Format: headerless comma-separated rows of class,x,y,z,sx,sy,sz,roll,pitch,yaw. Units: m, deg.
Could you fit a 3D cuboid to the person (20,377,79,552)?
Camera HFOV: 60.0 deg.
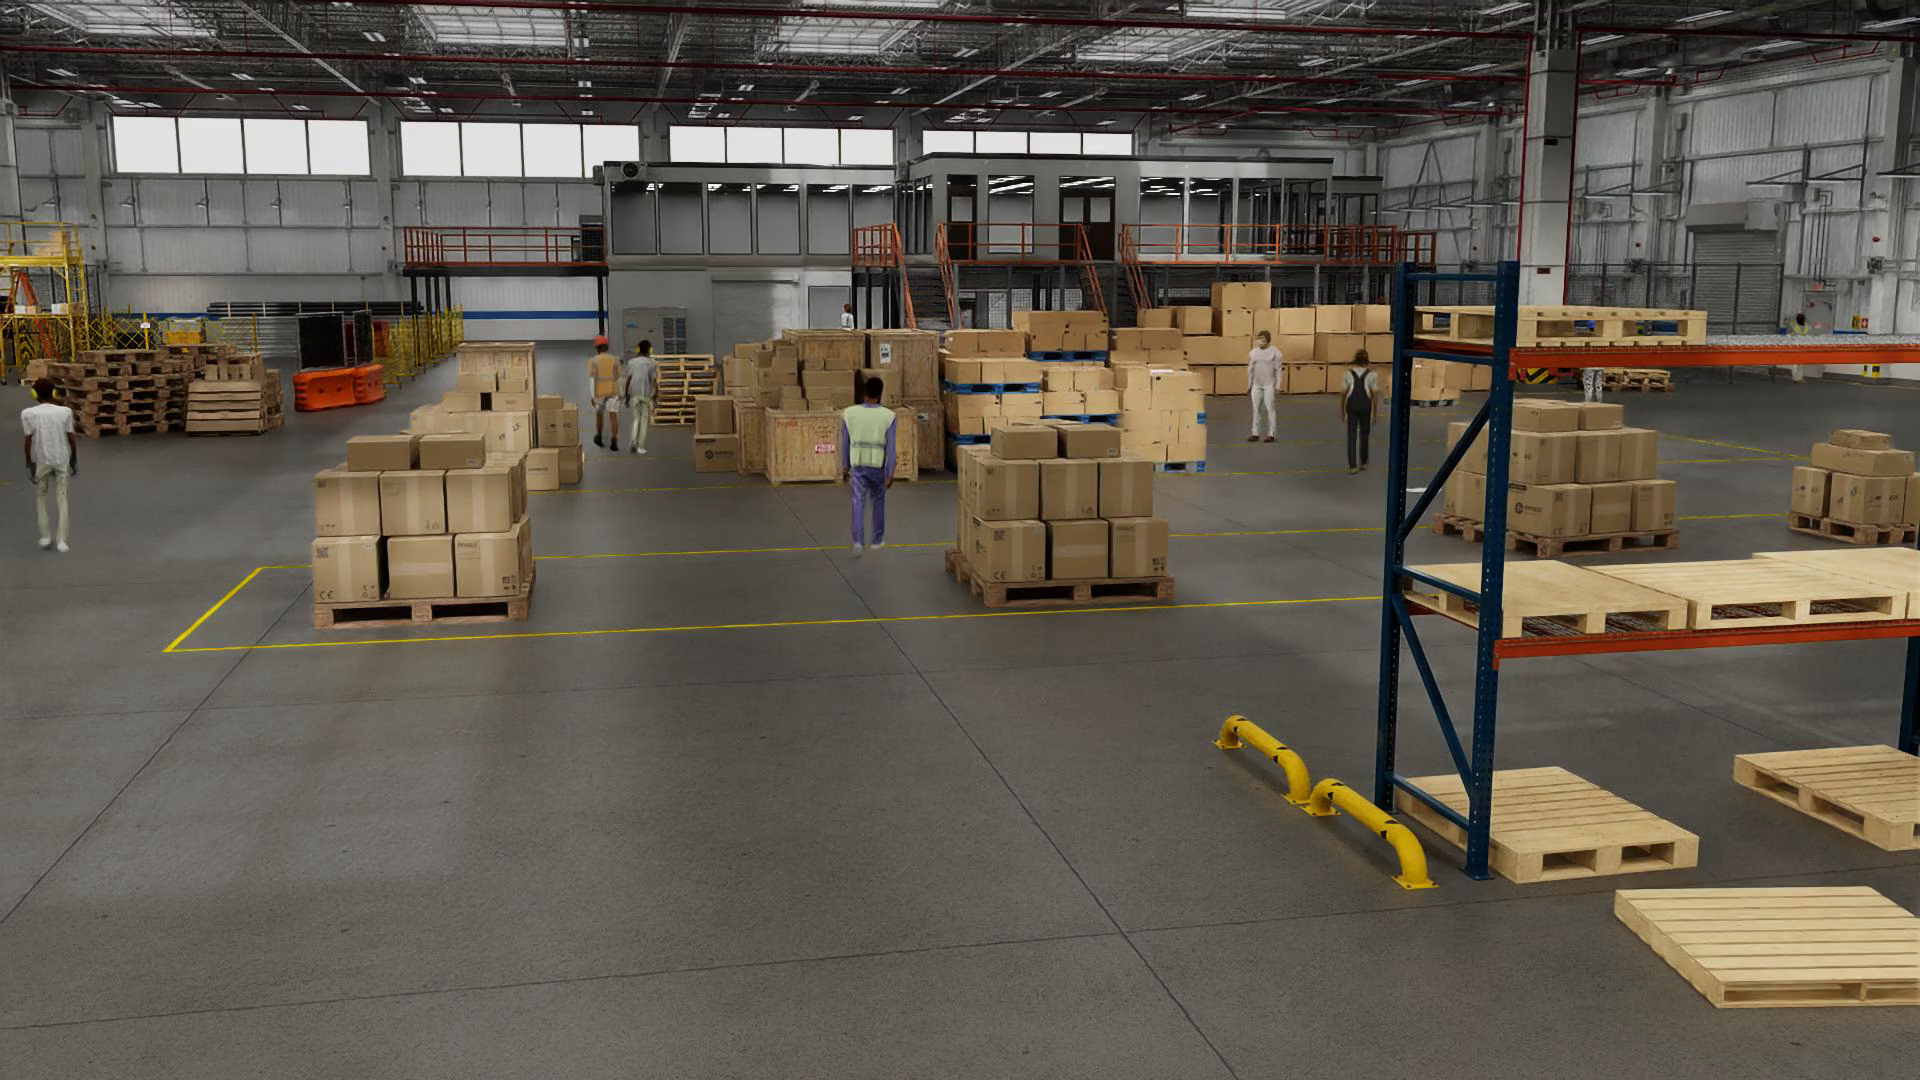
person,-9.691,-0.809,17.739,0.510,1.840,0.786,-6,11,-31

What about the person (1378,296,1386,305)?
person,14.578,-7.453,57.745,0.395,1.994,0.612,2,10,13

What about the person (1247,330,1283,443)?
person,5.229,-2.643,28.595,0.635,1.937,0.352,7,12,38

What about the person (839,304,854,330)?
person,-3.445,-6.288,50.987,0.572,1.883,0.355,9,13,43

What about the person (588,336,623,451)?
person,-5.866,-2.433,27.523,0.582,1.869,1.040,-4,10,-25

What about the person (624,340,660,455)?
person,-5.106,-2.290,26.745,0.550,1.835,0.472,1,9,5

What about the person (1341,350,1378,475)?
person,5.852,-1.878,24.365,0.533,1.791,0.950,3,10,19

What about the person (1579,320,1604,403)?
person,12.870,-3.507,33.837,0.605,1.948,0.391,-4,10,-22

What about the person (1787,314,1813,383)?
person,21.809,-4.946,43.082,0.702,1.790,0.865,0,9,2

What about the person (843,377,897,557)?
person,-0.953,-0.770,17.402,0.599,1.874,0.991,1,9,5
